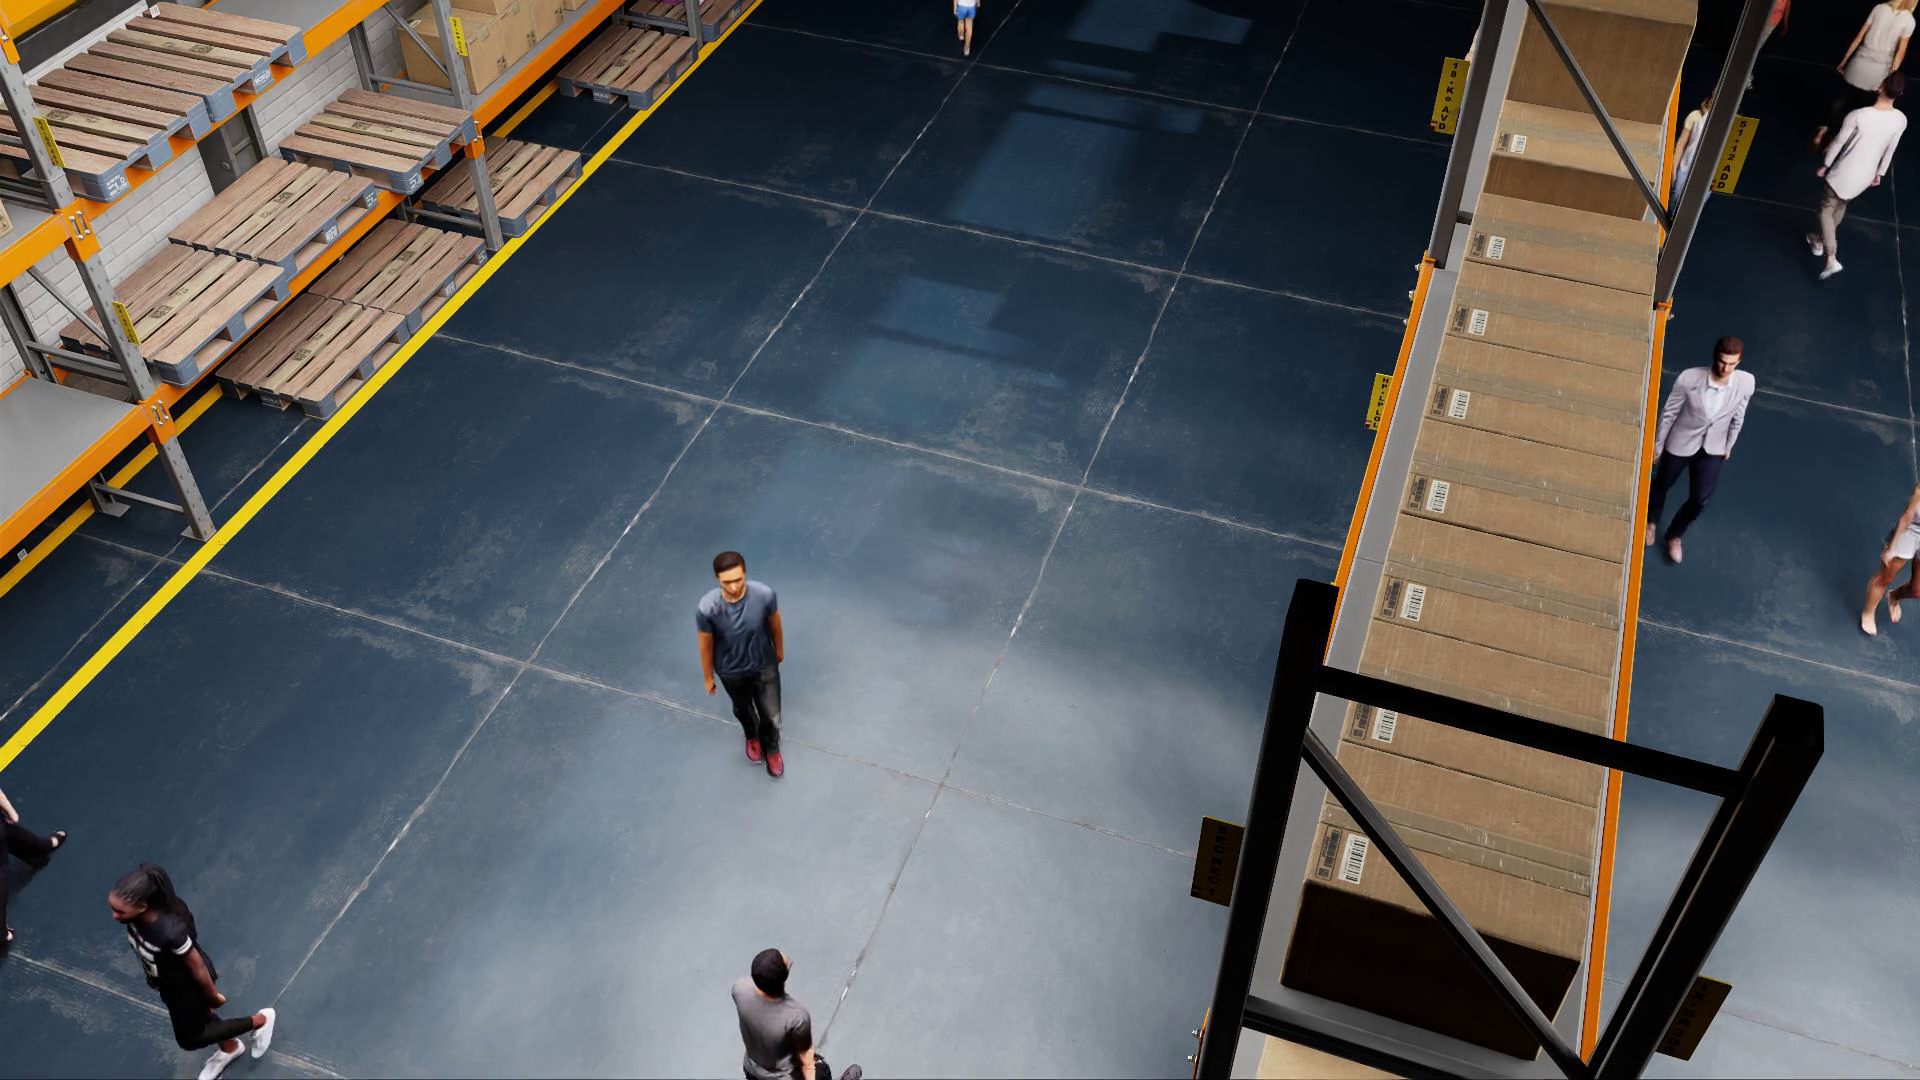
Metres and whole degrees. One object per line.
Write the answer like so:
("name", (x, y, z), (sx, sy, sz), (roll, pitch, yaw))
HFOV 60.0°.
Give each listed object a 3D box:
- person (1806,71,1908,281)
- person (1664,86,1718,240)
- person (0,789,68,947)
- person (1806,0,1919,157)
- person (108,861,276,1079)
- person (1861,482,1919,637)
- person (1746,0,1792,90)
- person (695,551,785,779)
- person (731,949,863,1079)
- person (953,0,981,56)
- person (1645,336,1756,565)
("person", (7.551, -3.058, 14.044), (0.914, 1.817, 1.177), (0, 44, 0))
("person", (6.301, -3.185, 14.287), (0.663, 1.665, 1.163), (12, 45, 13))
("person", (-5.529, 1.629, 9.267), (0.689, 1.619, 1.116), (6, 44, 6))
("person", (8.333, -4.287, 15.345), (0.865, 1.800, 0.968), (33, 53, 30))
("person", (-3.941, 2.206, 8.589), (0.722, 1.718, 0.803), (28, 50, 26))
("person", (6.336, -0.050, 11.037), (0.597, 1.608, 0.597), (9, 44, 9))
("person", (8.087, -5.272, 16.748), (0.657, 1.293, 0.753), (-7, 44, -7))
("person", (-1.328, 0.674, 10.141), (0.810, 1.796, 0.852), (-9, 44, -10))
("person", (-0.926, 2.624, 8.143), (0.727, 1.730, 1.004), (19, 47, 19))
("person", (0.063, -5.515, 17.219), (0.575, 0.995, 0.755), (0, 44, 0))
("person", (5.107, -0.719, 11.577), (0.739, 1.832, 0.715), (10, 45, 11))
